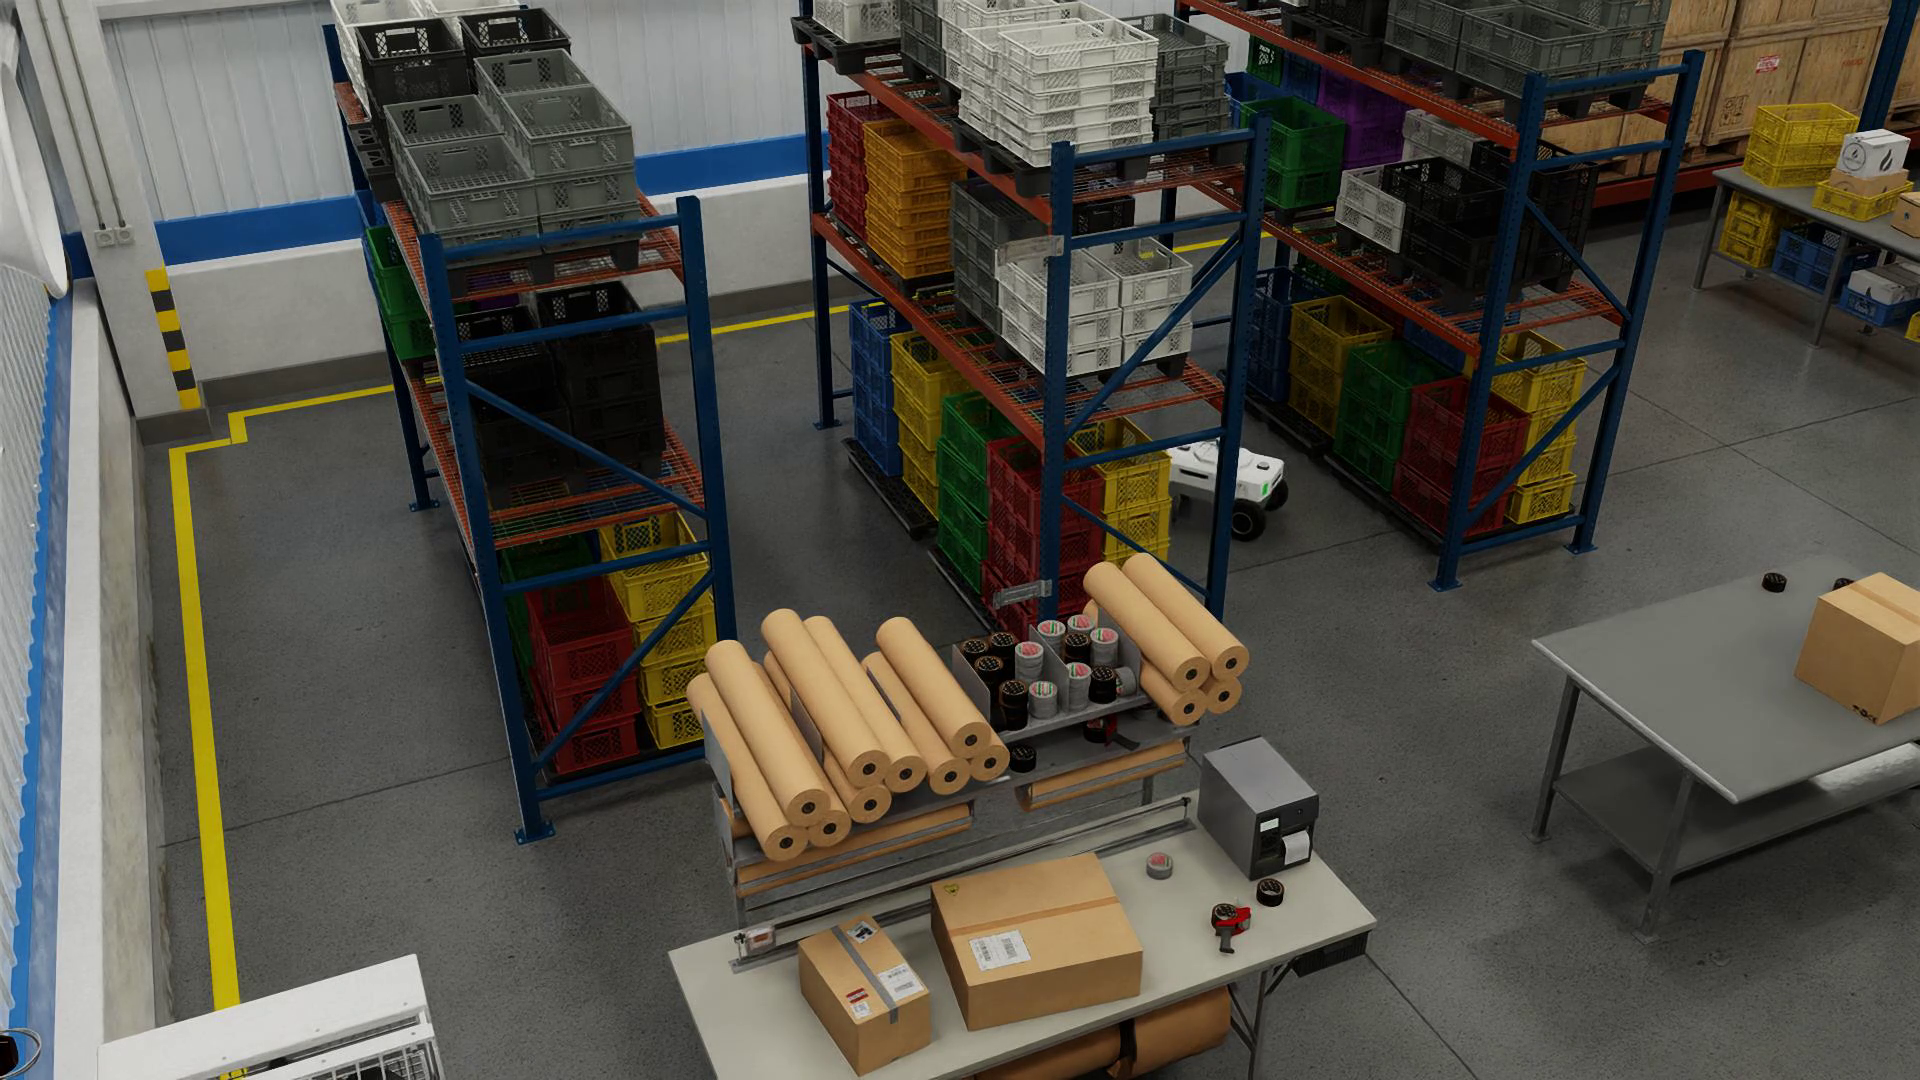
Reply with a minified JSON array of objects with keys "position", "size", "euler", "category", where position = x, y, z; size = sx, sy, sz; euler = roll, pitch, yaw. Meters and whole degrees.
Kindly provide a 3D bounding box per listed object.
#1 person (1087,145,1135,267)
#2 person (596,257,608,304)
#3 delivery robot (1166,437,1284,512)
[{"position":[1.067,-2.667,12.704],"size":[0.629,1.933,0.379],"euler":[23,39,33],"category":"person"},{"position":[-2.662,-1.983,11.658],"size":[0.445,1.867,0.579],"euler":[-5,32,-7],"category":"person"},{"position":[1.618,-0.425,10.279],"size":[0.707,0.478,0.477],"euler":[16,35,24],"category":"delivery robot"}]
